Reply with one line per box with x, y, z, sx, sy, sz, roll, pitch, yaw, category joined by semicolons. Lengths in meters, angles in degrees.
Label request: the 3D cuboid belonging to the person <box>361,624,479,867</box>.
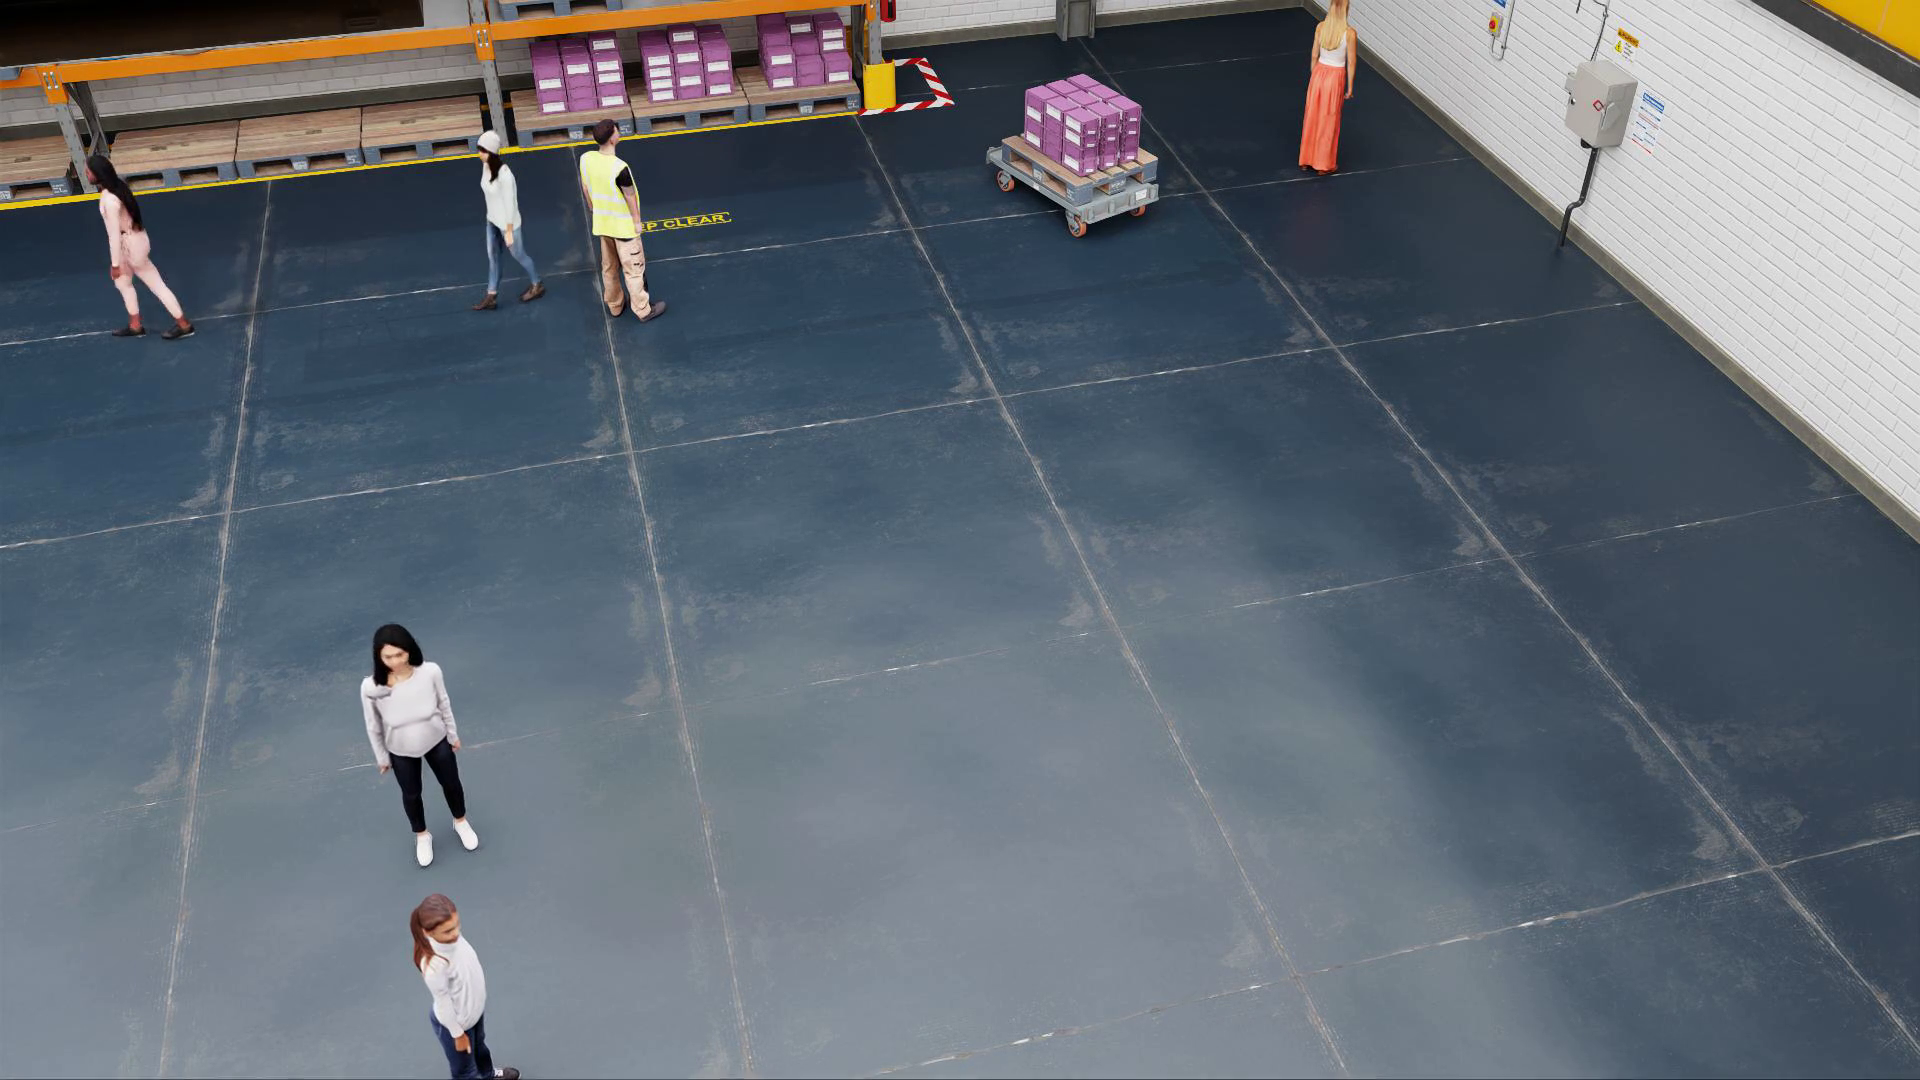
-3.066;1.137;9.407;0.548;1.700;0.716;-17;42;-20;person

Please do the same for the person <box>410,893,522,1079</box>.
-2.446;2.276;8.096;0.597;1.557;0.594;0;39;0;person

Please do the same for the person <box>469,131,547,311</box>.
-3.873;-2.765;14.357;1.039;1.621;0.870;-30;47;-32;person

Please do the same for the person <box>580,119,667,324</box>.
-2.896;-2.704;14.100;0.853;1.847;0.915;18;42;22;person

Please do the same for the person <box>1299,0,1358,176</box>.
3.620;-4.484;16.363;0.730;1.802;0.756;28;47;31;person

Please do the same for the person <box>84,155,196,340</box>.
-6.785;-2.419;13.865;0.927;1.695;0.731;-17;42;-21;person
